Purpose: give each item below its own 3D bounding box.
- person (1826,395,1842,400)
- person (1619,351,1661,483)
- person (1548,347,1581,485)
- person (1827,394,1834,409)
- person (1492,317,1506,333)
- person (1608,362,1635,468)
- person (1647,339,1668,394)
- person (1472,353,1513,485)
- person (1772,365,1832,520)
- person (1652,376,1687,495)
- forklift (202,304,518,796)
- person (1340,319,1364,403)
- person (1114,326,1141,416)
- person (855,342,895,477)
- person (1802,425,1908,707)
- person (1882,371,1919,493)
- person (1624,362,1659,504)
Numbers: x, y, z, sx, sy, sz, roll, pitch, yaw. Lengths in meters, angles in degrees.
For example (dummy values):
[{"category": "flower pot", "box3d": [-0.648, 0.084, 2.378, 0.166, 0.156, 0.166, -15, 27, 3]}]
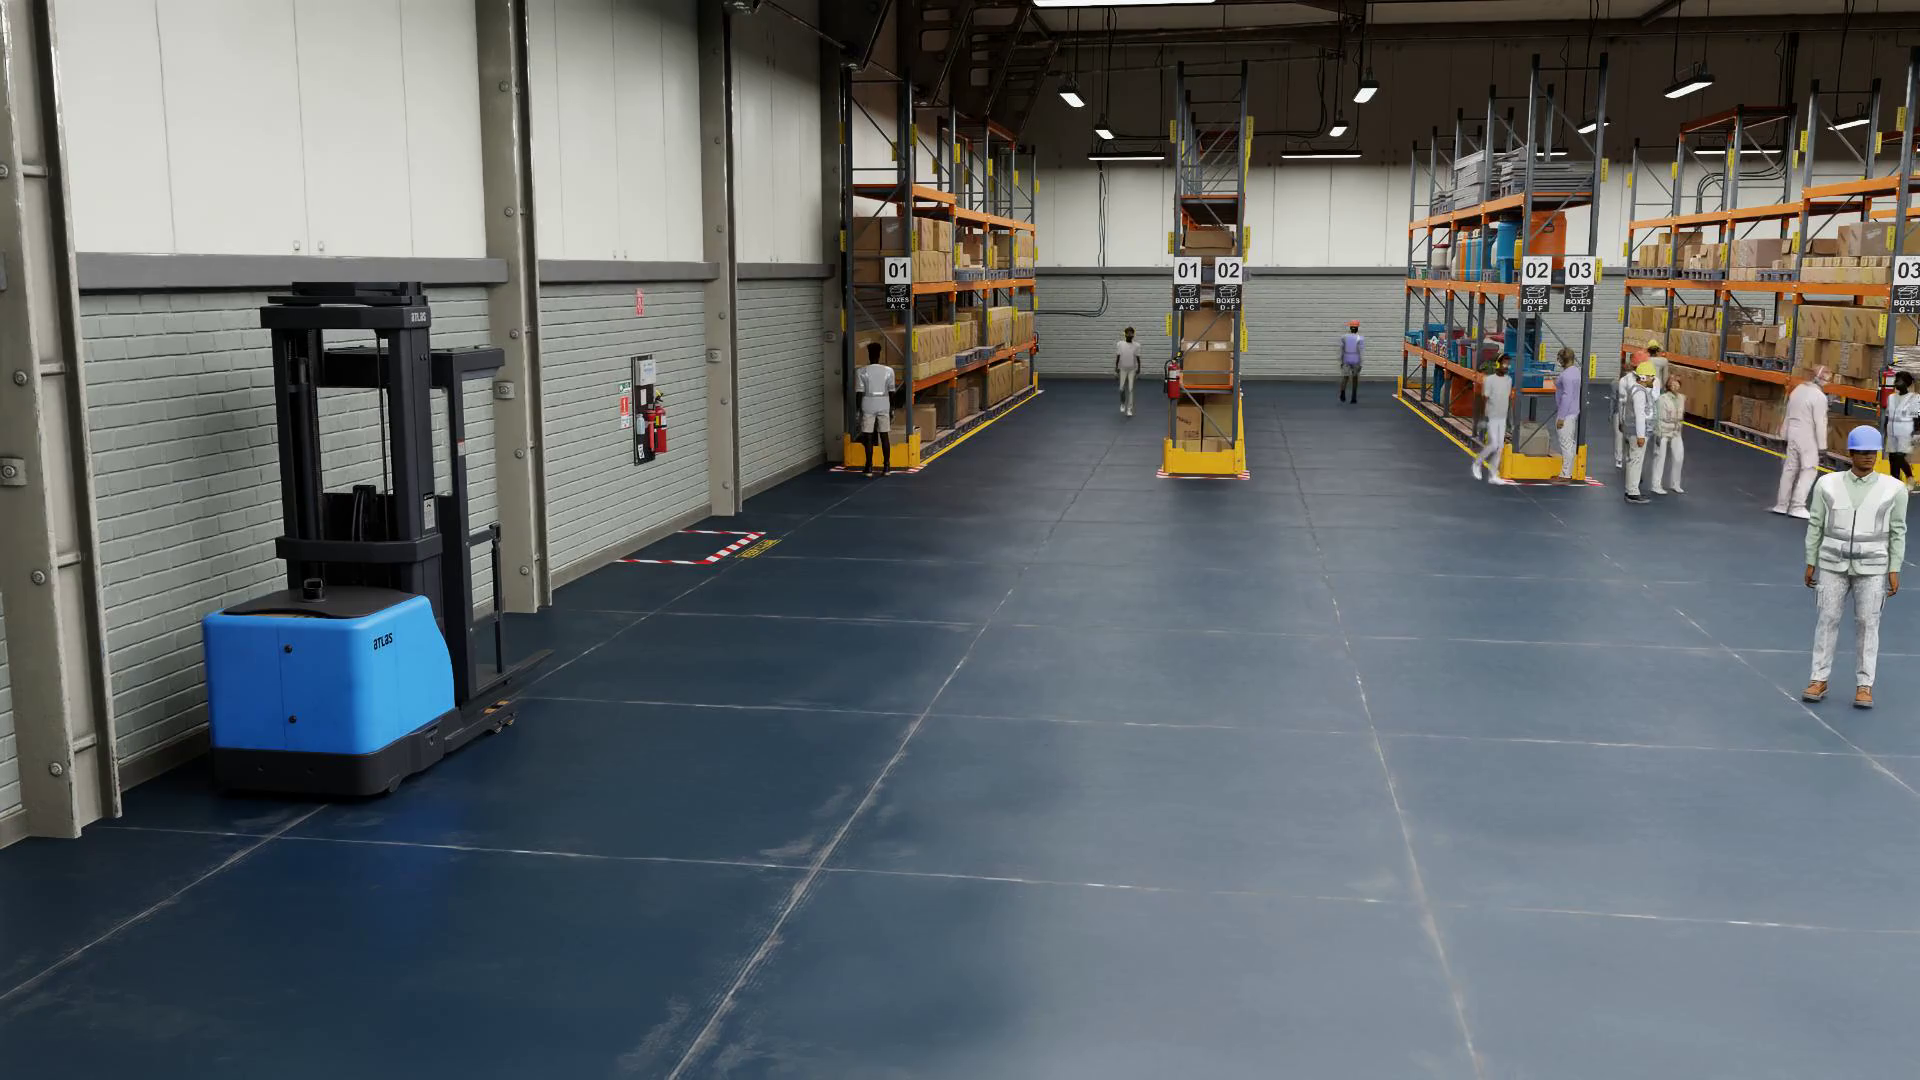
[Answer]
[{"category": "person", "box3d": [20.456, -4.184, 38.724, 0.448, 1.858, 0.621, -2, 9, -12]}, {"category": "person", "box3d": [9.573, -1.712, 23.469, 0.572, 1.900, 0.949, 3, 10, 18]}, {"category": "person", "box3d": [8.564, -1.755, 23.520, 0.372, 1.934, 0.627, 5, 10, 28]}, {"category": "person", "box3d": [18.777, -3.798, 36.101, 0.635, 1.937, 0.353, 1, 9, 5]}, {"category": "person", "box3d": [13.378, -4.640, 41.467, 0.797, 1.881, 0.655, 4, 10, 23]}, {"category": "person", "box3d": [10.191, -1.913, 25.477, 0.517, 1.622, 0.393, 3, 10, 17]}, {"category": "person", "box3d": [12.633, -2.783, 30.382, 0.542, 1.755, 0.376, 2, 9, 13]}, {"category": "person", "box3d": [7.591, -1.719, 23.556, 0.495, 1.852, 0.452, -5, 11, -29]}, {"category": "person", "box3d": [10.340, -1.211, 20.383, 0.403, 1.869, 0.798, -1, 9, -6]}, {"category": "person", "box3d": [9.508, -1.400, 22.308, 0.533, 1.609, 0.516, -3, 10, -16]}, {"category": "forklift", "box3d": [-3.673, -0.038, 10.147, 1.129, 2.768, 1.873, 1, 9, 9]}, {"category": "person", "box3d": [8.907, -4.070, 37.833, 0.553, 1.925, 0.680, 5, 10, 27]}, {"category": "person", "box3d": [3.489, -3.515, 34.613, 0.564, 1.857, 0.422, 1, 9, 4]}, {"category": "person", "box3d": [-1.249, -1.922, 24.448, 0.614, 1.963, 0.362, -3, 10, -17]}, {"category": "person", "box3d": [6.206, 0.175, 11.562, 0.614, 1.949, 0.378, 7, 11, 35]}, {"category": "person", "box3d": [12.504, -1.409, 22.127, 0.366, 1.683, 0.550, -3, 10, -17]}, {"category": "person", "box3d": [8.886, -1.410, 21.709, 0.404, 1.828, 0.603, 3, 10, 17]}]
